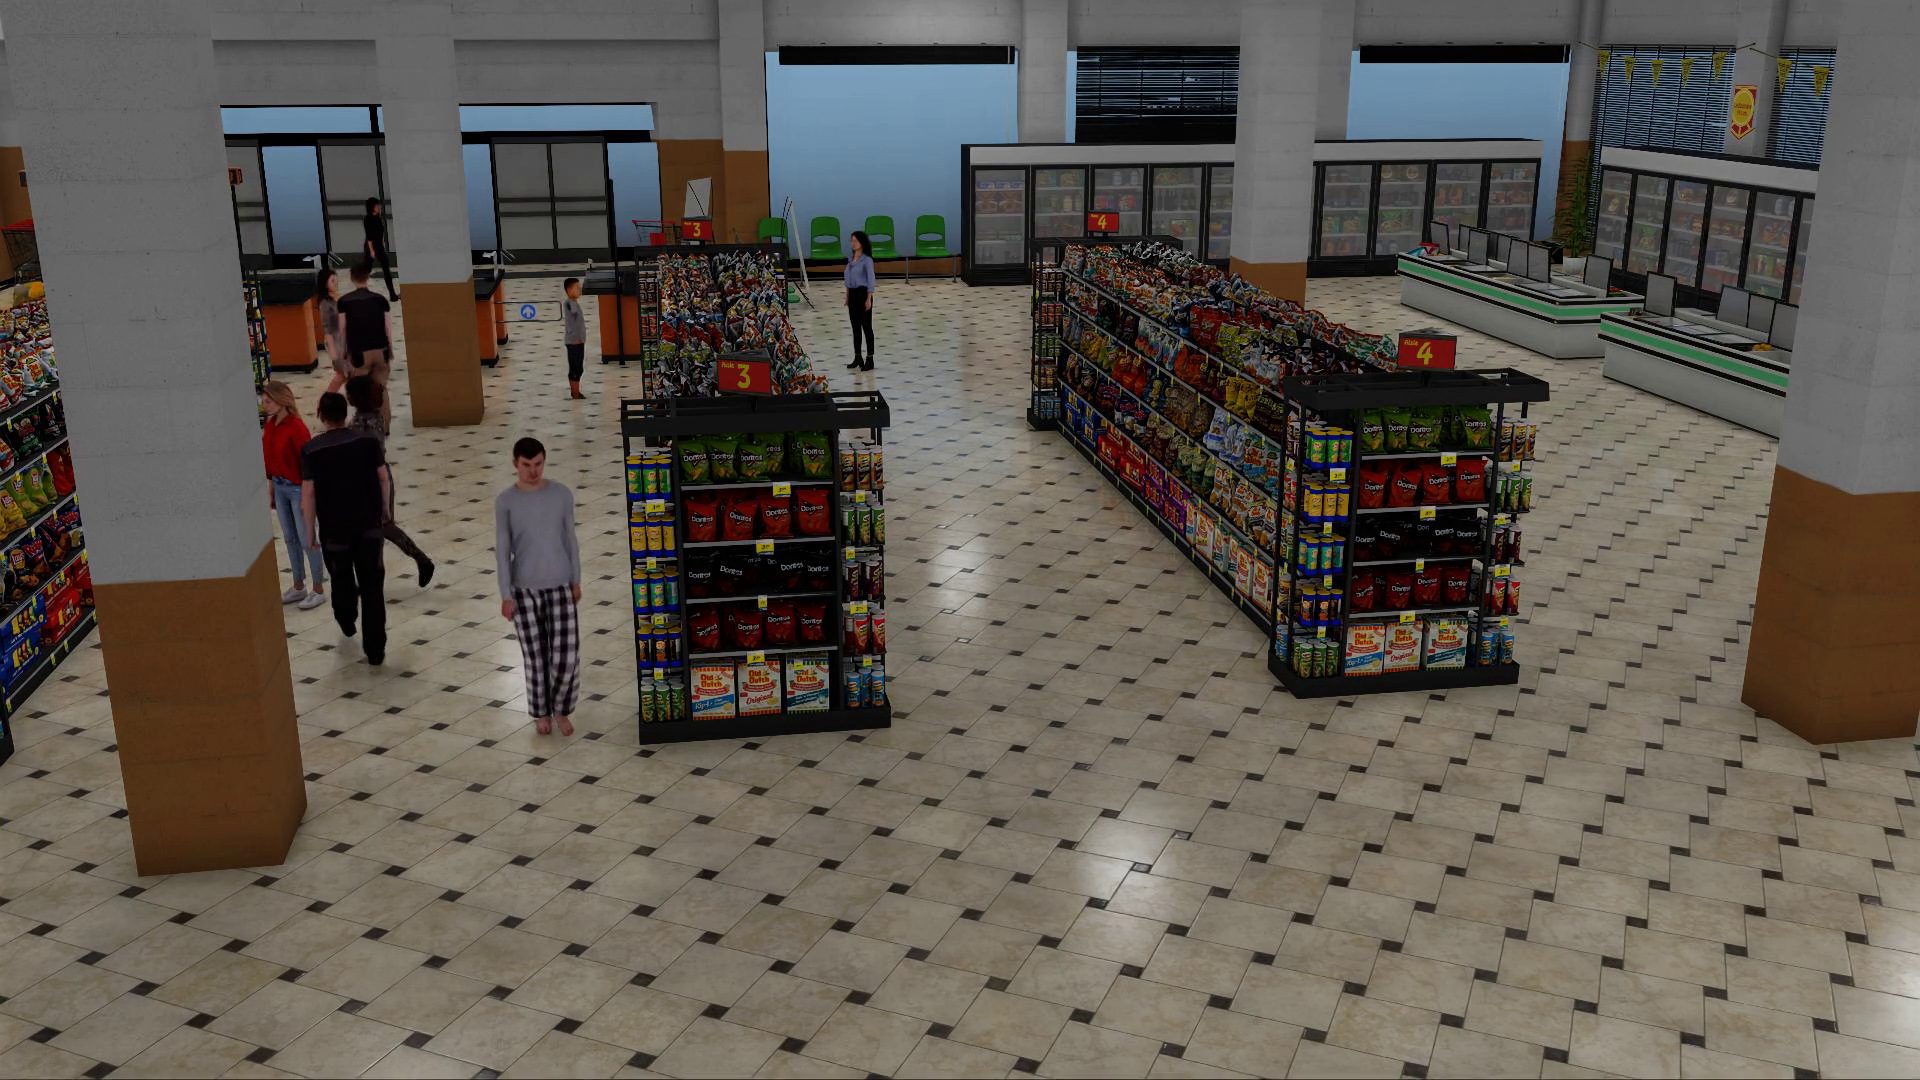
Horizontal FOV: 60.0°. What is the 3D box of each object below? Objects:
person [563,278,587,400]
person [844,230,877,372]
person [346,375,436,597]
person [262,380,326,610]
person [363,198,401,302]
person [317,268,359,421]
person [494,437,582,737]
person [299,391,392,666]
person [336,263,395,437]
[{"bbox_3d":[-4.485,-2.381,19.338,0.638,1.455,0.448,-4,17,-12],"label":"person"},{"bbox_3d":[-1.248,-3.013,20.921,0.799,1.745,0.695,-16,23,-42],"label":"person"},{"bbox_3d":[-4.277,-0.371,12.306,0.872,1.695,0.952,4,17,11],"label":"person"},{"bbox_3d":[-4.887,-0.343,12.194,0.686,1.705,0.725,10,19,29],"label":"person"},{"bbox_3d":[-9.308,-4.554,26.231,1.033,1.606,1.060,8,19,24],"label":"person"},{"bbox_3d":[-6.683,-2.031,17.742,0.721,1.712,0.723,-5,18,-15],"label":"person"},{"bbox_3d":[-2.526,0.255,9.999,0.694,1.836,0.726,-6,18,-18],"label":"person"},{"bbox_3d":[-4.019,-0.035,11.032,0.928,1.791,1.299,-7,18,-22],"label":"person"},{"bbox_3d":[-6.130,-1.934,17.235,0.857,1.820,0.979,-8,19,-24],"label":"person"}]
